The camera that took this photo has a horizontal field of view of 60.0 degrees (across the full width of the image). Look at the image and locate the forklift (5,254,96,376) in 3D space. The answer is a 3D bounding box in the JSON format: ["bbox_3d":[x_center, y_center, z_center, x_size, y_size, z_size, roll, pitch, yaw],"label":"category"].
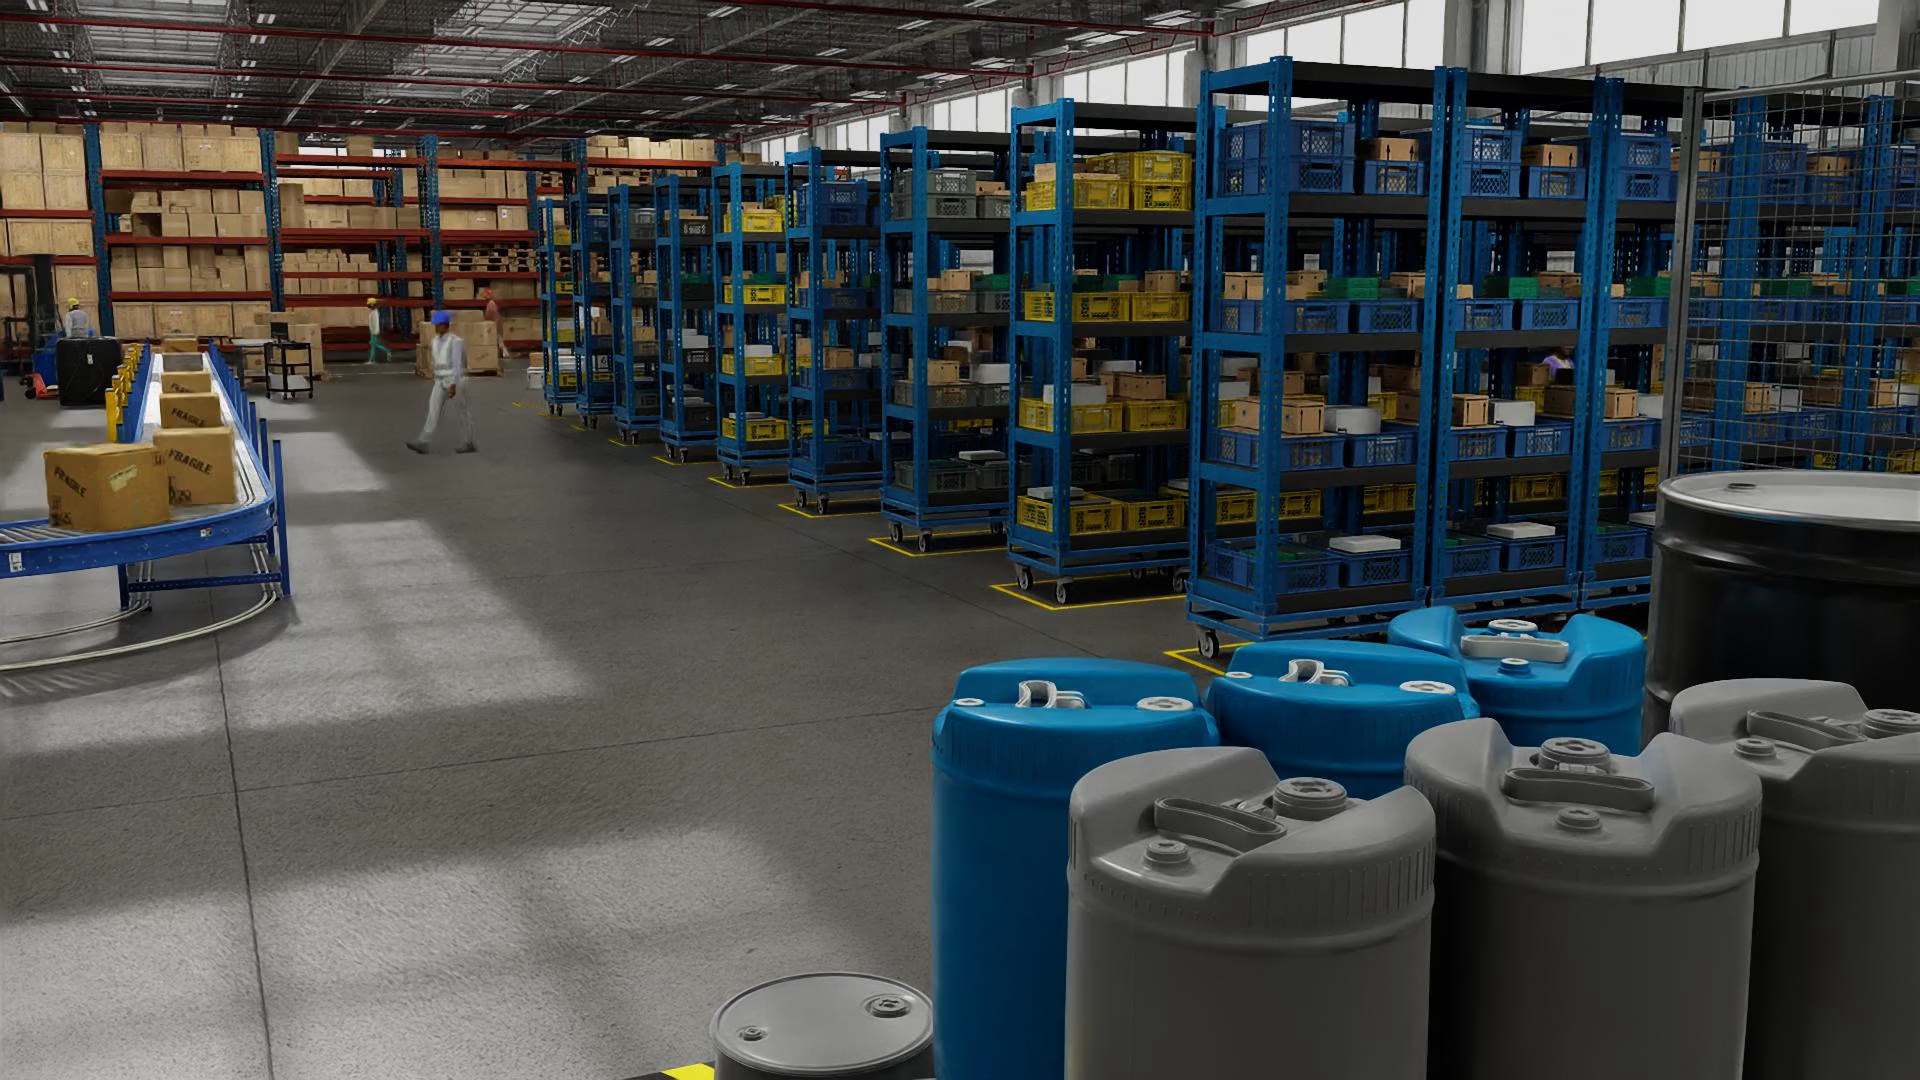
[{"bbox_3d":[-21.124,-5.229,38.529,1.873,2.768,1.129,-4,10,-25],"label":"forklift"}]

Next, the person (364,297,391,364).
[{"bbox_3d":[-15.269,-5.469,43.483,0.618,1.749,0.538,-4,10,-23],"label":"person"}]

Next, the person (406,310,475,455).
[{"bbox_3d":[-6.811,-2.051,21.844,0.620,1.891,0.993,5,10,29],"label":"person"}]

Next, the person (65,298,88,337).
[{"bbox_3d":[-20.248,-4.636,38.136,0.405,1.823,0.591,3,10,16],"label":"person"}]

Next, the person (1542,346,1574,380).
[{"bbox_3d":[5.989,-1.202,16.760,0.395,1.841,0.564,9,13,44],"label":"person"}]

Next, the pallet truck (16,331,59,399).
[{"bbox_3d":[-17.082,-3.353,31.781,1.630,1.274,0.653,-4,10,-25],"label":"pallet truck"}]

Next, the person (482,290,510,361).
[{"bbox_3d":[-12.684,-5.789,44.944,1.050,1.941,0.634,-4,10,-24],"label":"person"}]

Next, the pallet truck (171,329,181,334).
[{"bbox_3d":[-17.275,-3.851,35.096,1.601,1.201,0.680,0,9,1],"label":"pallet truck"}]
